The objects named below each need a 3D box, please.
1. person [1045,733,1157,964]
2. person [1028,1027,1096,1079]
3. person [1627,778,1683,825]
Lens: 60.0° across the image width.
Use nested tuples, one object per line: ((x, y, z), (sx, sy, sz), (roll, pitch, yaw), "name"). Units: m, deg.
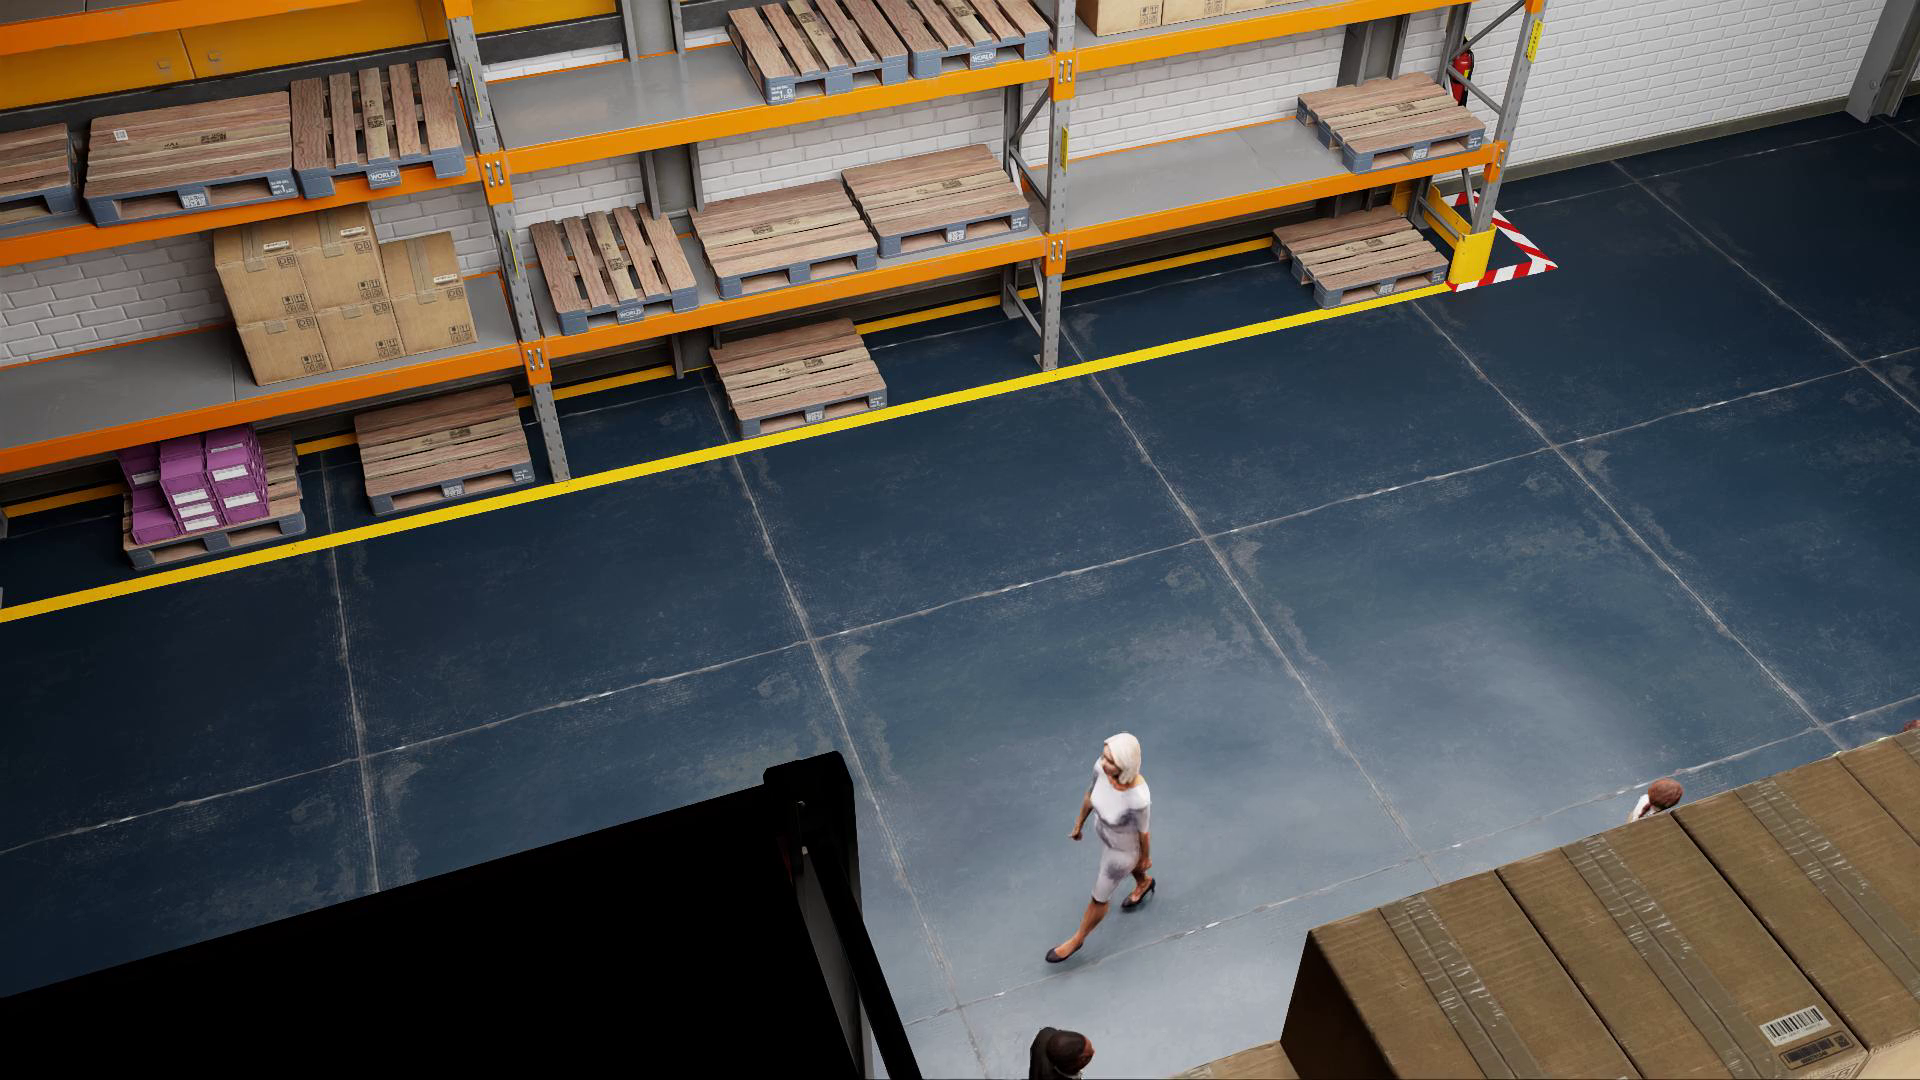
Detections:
((0.941, 1.618, 9.223), (1.127, 1.700, 0.746), (-24, 49, -23), "person")
((0.386, 2.826, 7.901), (1.008, 1.774, 0.640), (-13, 45, -13), "person")
((3.906, 1.742, 9.593), (0.535, 1.011, 0.443), (-11, 45, -11), "person")
